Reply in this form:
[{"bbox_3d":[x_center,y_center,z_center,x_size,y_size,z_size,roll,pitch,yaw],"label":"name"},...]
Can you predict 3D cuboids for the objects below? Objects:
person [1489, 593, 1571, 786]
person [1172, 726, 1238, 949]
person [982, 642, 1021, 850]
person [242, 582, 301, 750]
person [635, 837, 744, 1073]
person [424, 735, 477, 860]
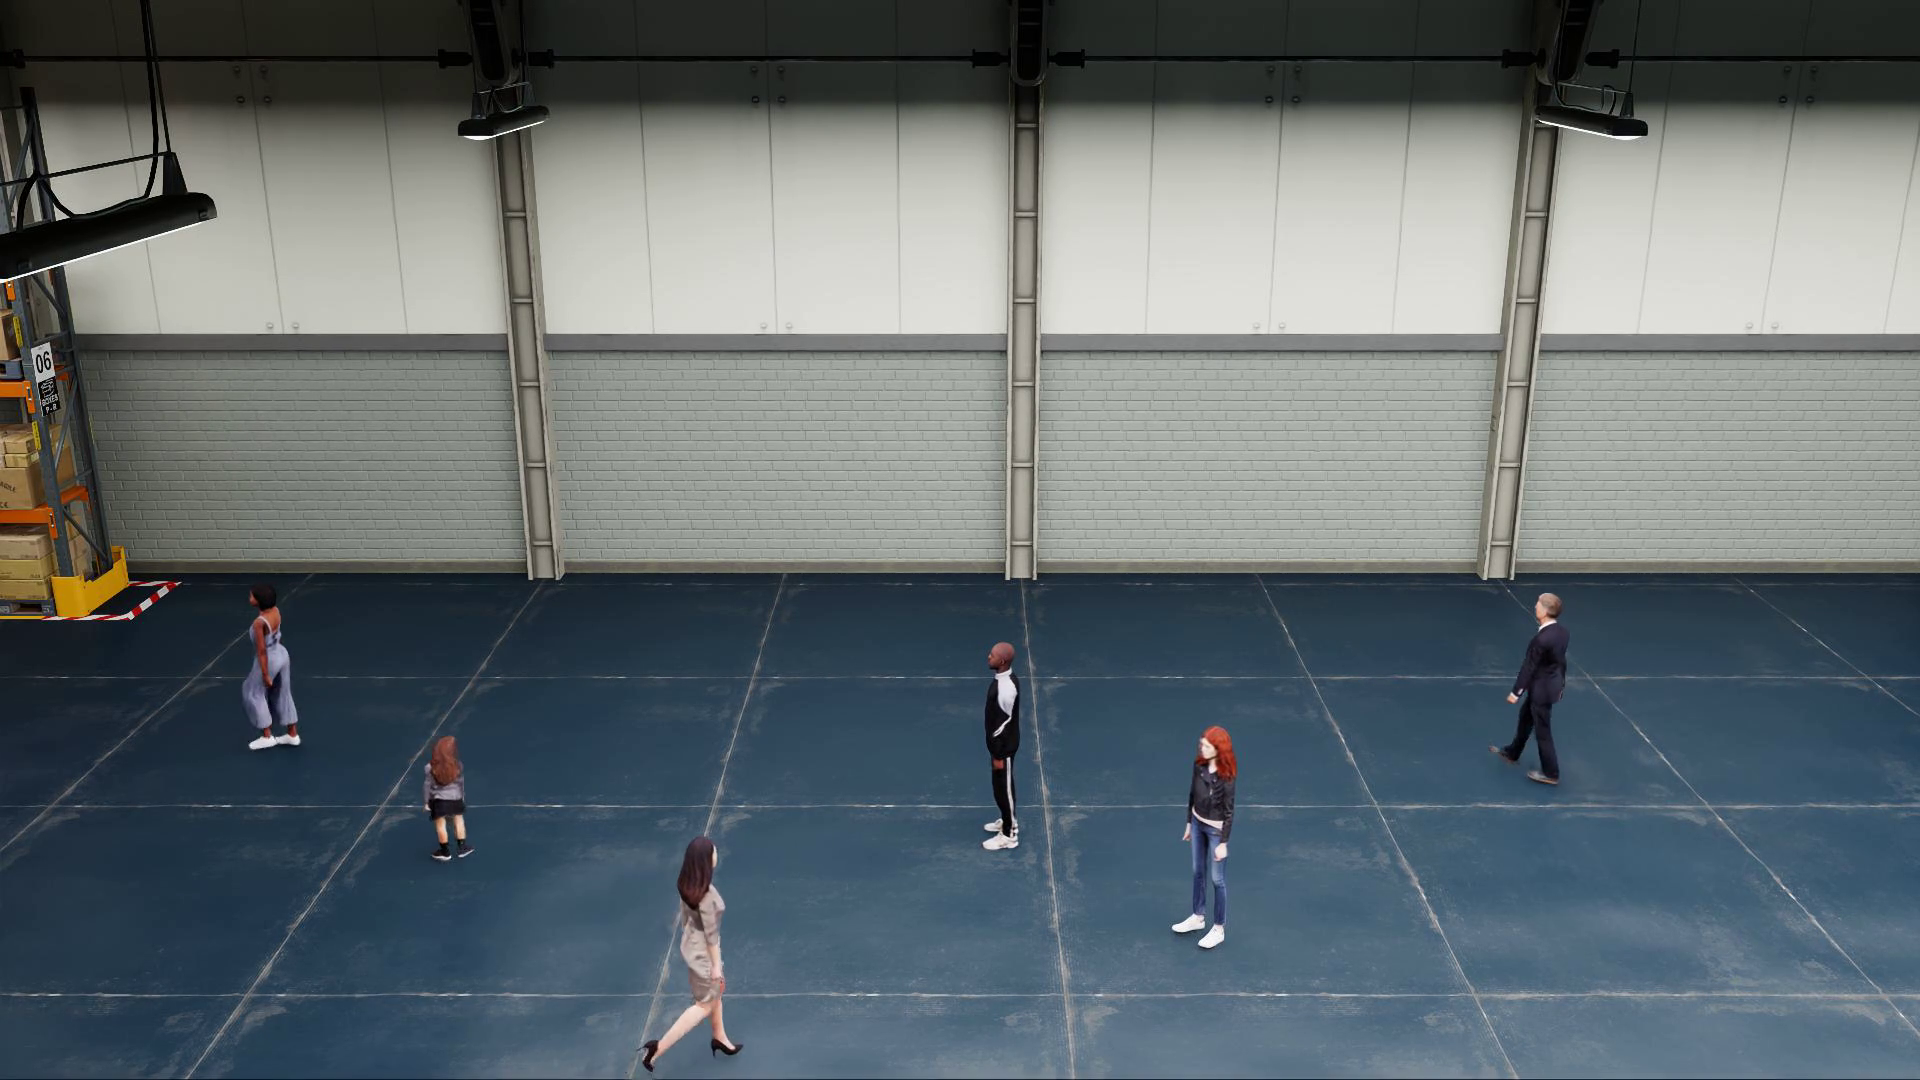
[{"bbox_3d":[5.426,1.390,15.263,1.117,1.789,1.032,14,23,37],"label":"person"},{"bbox_3d":[1.906,2.233,12.674,0.708,1.789,0.669,-13,22,-34],"label":"person"},{"bbox_3d":[0.380,1.723,14.180,0.533,1.826,0.655,1,18,2],"label":"person"},{"bbox_3d":[-6.543,1.210,15.981,0.742,1.686,0.643,3,18,10],"label":"person"},{"bbox_3d":[-1.786,2.798,11.040,1.113,1.726,0.942,-11,21,-30],"label":"person"},{"bbox_3d":[-4.349,2.176,13.990,0.635,1.083,0.527,16,24,41],"label":"person"}]
